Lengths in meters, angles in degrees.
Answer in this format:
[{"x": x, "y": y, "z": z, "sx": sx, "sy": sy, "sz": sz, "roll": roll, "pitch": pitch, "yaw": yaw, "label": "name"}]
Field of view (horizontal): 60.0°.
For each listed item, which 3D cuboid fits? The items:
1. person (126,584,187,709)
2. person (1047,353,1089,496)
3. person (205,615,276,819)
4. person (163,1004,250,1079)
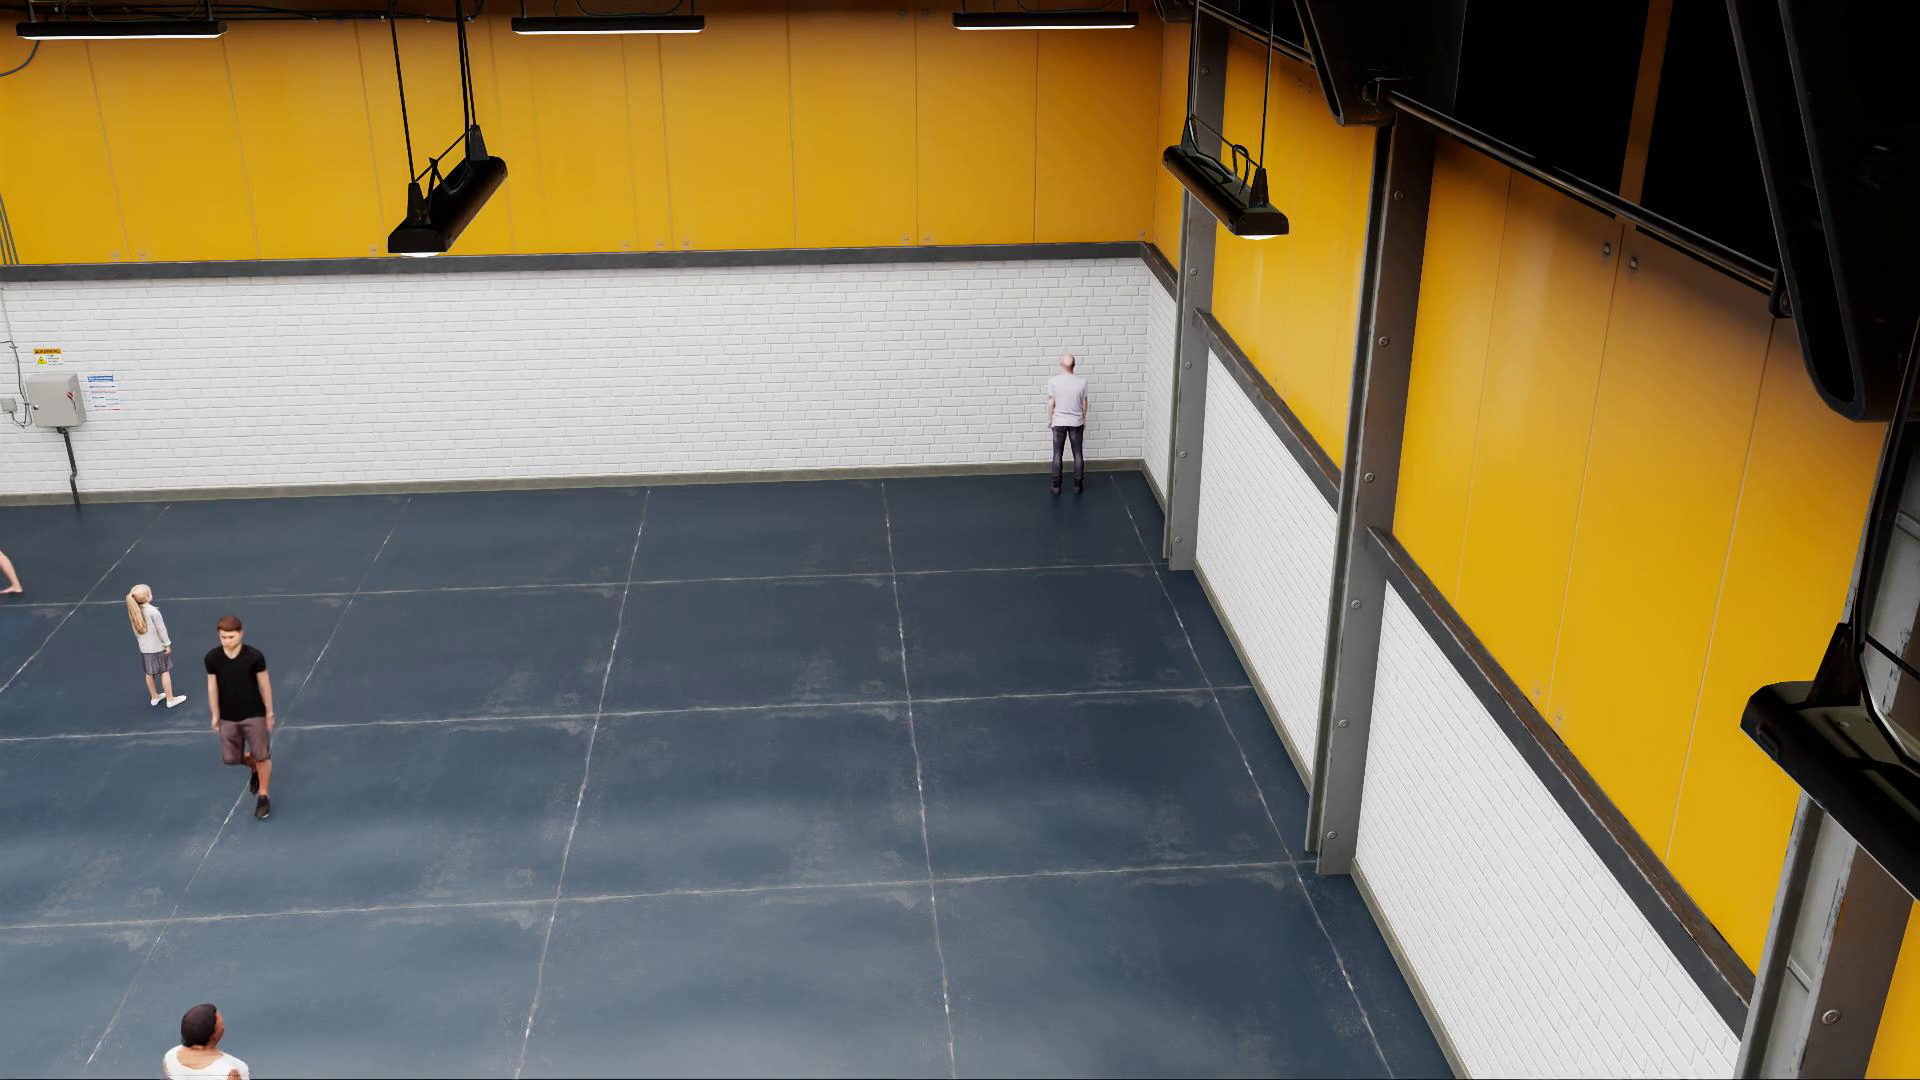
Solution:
[{"x": -7.762, "y": 1.003, "z": 15.990, "sx": 0.579, "sy": 1.275, "sz": 0.606, "roll": 6, "pitch": 24, "yaw": 14, "label": "person"}, {"x": 1.350, "y": -1.463, "z": 20.939, "sx": 0.669, "sy": 1.831, "sz": 0.604, "roll": 0, "pitch": 24, "yaw": 0, "label": "person"}, {"x": -6.106, "y": 1.448, "z": 14.249, "sx": 0.684, "sy": 1.855, "sz": 0.808, "roll": -2, "pitch": 24, "yaw": -5, "label": "person"}, {"x": -4.417, "y": 3.488, "z": 9.802, "sx": 0.814, "sy": 1.678, "sz": 0.847, "roll": 10, "pitch": 25, "yaw": 21, "label": "person"}]
